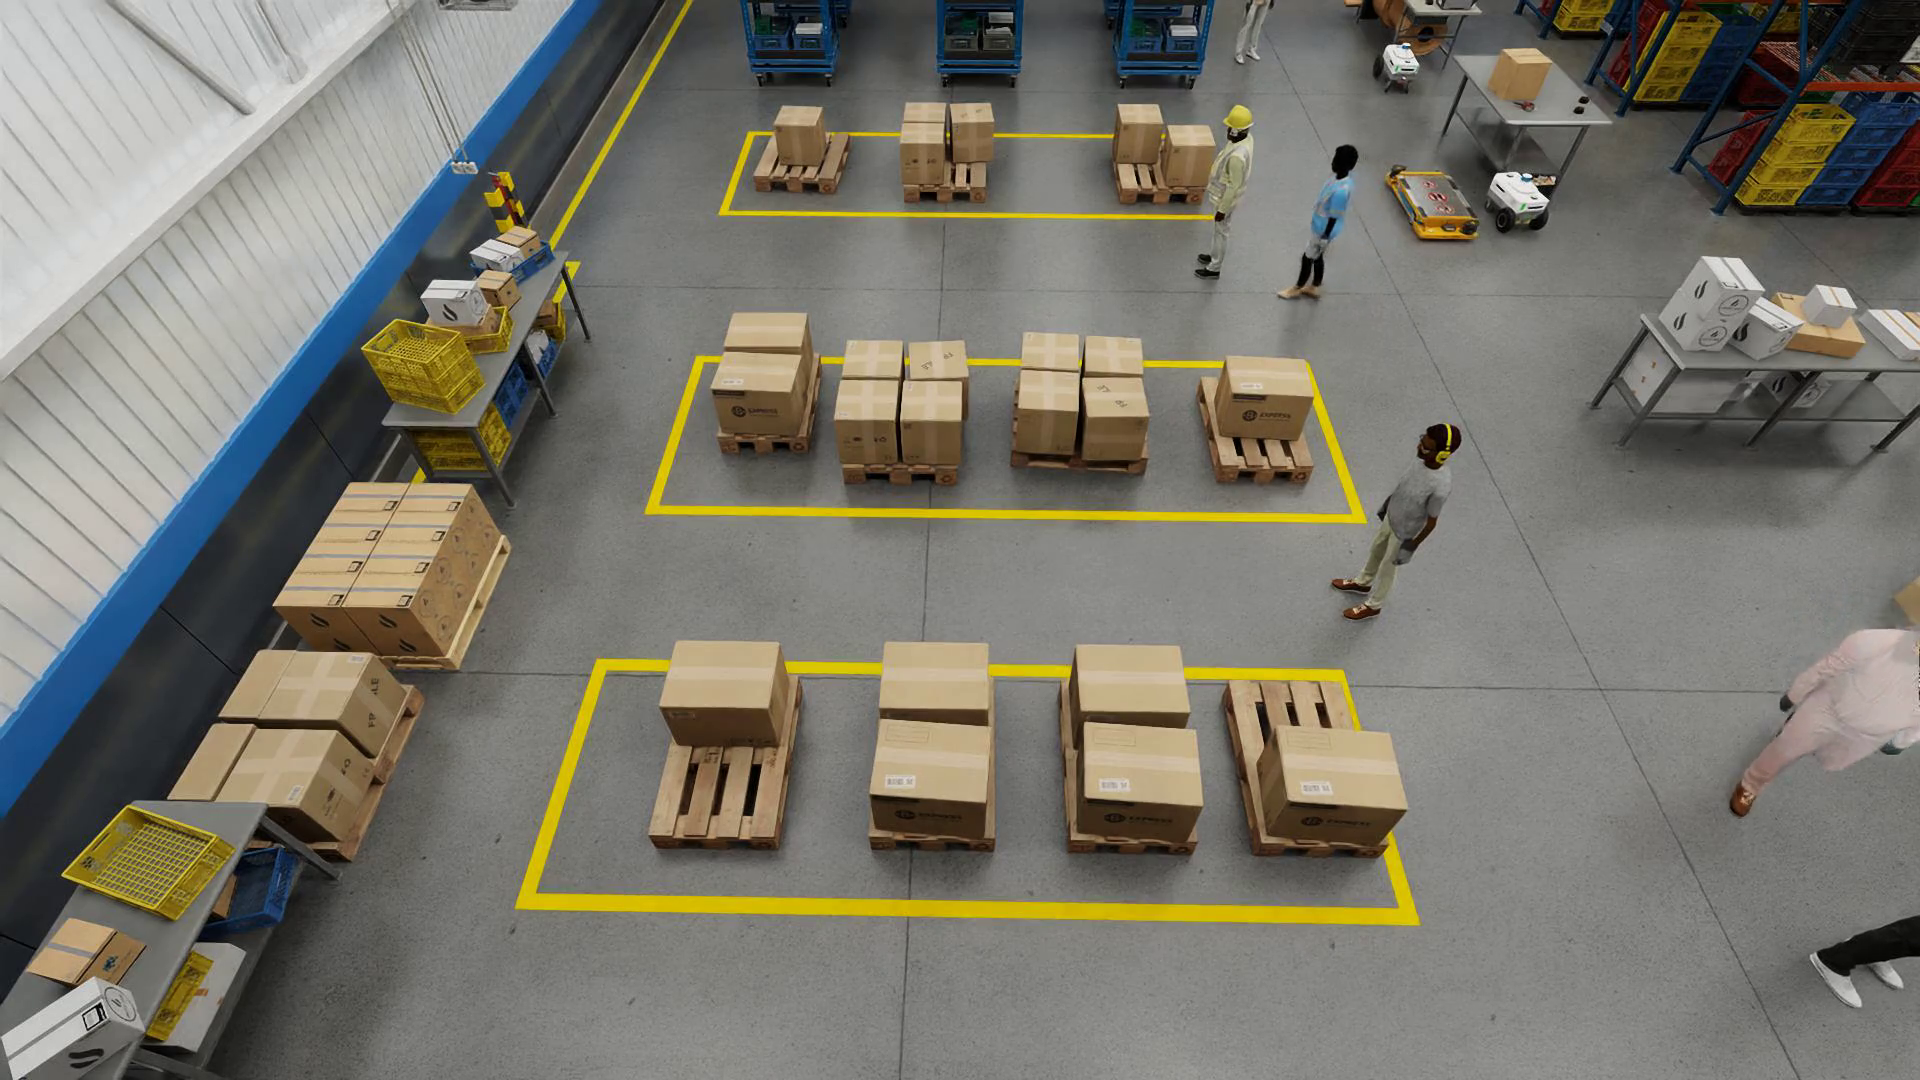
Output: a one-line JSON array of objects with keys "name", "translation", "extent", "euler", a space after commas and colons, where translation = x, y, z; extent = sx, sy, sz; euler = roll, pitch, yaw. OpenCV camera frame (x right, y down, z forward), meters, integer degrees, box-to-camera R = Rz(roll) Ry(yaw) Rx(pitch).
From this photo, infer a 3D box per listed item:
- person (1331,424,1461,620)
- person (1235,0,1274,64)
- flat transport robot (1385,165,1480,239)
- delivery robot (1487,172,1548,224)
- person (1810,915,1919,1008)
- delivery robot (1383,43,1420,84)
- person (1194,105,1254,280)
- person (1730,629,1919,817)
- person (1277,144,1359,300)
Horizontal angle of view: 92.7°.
[{"name": "person", "translation": [3.135, -0.106, 6.557], "extent": [0.312, 1.869, 0.536], "euler": [0, 49, 0]}, {"name": "person", "translation": [4.408, -7.926, 13.478], "extent": [0.514, 1.637, 0.314], "euler": [-19, 52, -15]}, {"name": "flat transport robot", "translation": [5.692, -4.094, 11.059], "extent": [0.652, 0.197, 1.431], "euler": [1, 49, 1]}, {"name": "delivery robot", "translation": [6.567, -4.066, 10.788], "extent": [0.477, 0.478, 0.707], "euler": [-6, 49, -5]}, {"name": "person", "translation": [5.319, 1.950, 4.756], "extent": [0.584, 1.909, 0.391], "euler": [-12, 50, -10]}, {"name": "delivery robot", "translation": [6.376, -6.917, 13.256], "extent": [0.477, 0.478, 0.707], "euler": [3, 49, 2]}, {"name": "person", "translation": [2.784, -3.625, 9.630], "extent": [0.403, 1.826, 0.595], "euler": [14, 51, 12]}, {"name": "person", "translation": [5.432, 1.013, 5.578], "extent": [0.653, 1.882, 0.728], "euler": [27, 54, 21]}, {"name": "person", "translation": [3.704, -3.201, 9.355], "extent": [0.457, 1.689, 0.545], "euler": [12, 50, 10]}]
